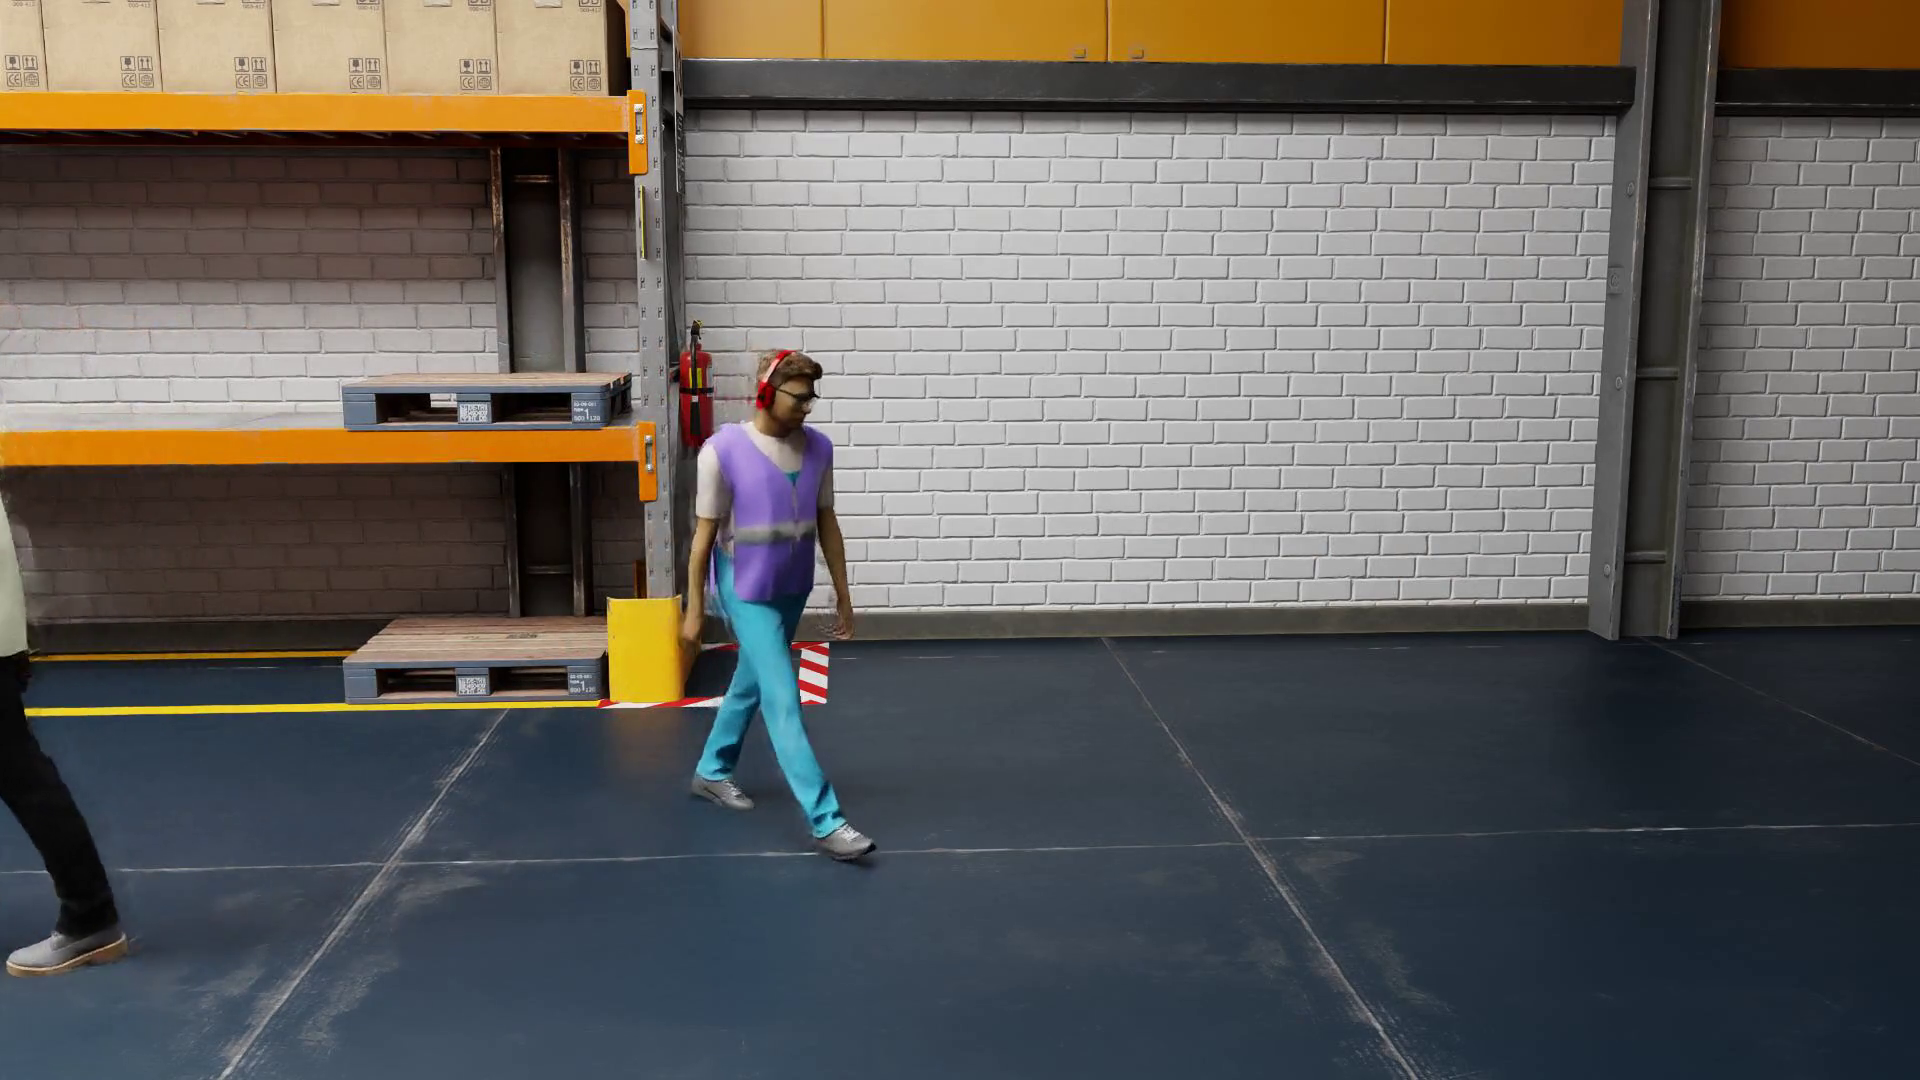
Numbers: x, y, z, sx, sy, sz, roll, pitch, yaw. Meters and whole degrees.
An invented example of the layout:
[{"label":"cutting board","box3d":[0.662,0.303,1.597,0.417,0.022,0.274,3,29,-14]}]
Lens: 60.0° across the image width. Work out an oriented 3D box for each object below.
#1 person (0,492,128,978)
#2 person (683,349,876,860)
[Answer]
[{"label":"person","box3d":[-2.939,0.317,4.682,1.029,1.926,0.641,-3,10,-18]},{"label":"person","box3d":[-0.679,0.201,5.958,1.059,1.776,0.587,7,12,39]}]
